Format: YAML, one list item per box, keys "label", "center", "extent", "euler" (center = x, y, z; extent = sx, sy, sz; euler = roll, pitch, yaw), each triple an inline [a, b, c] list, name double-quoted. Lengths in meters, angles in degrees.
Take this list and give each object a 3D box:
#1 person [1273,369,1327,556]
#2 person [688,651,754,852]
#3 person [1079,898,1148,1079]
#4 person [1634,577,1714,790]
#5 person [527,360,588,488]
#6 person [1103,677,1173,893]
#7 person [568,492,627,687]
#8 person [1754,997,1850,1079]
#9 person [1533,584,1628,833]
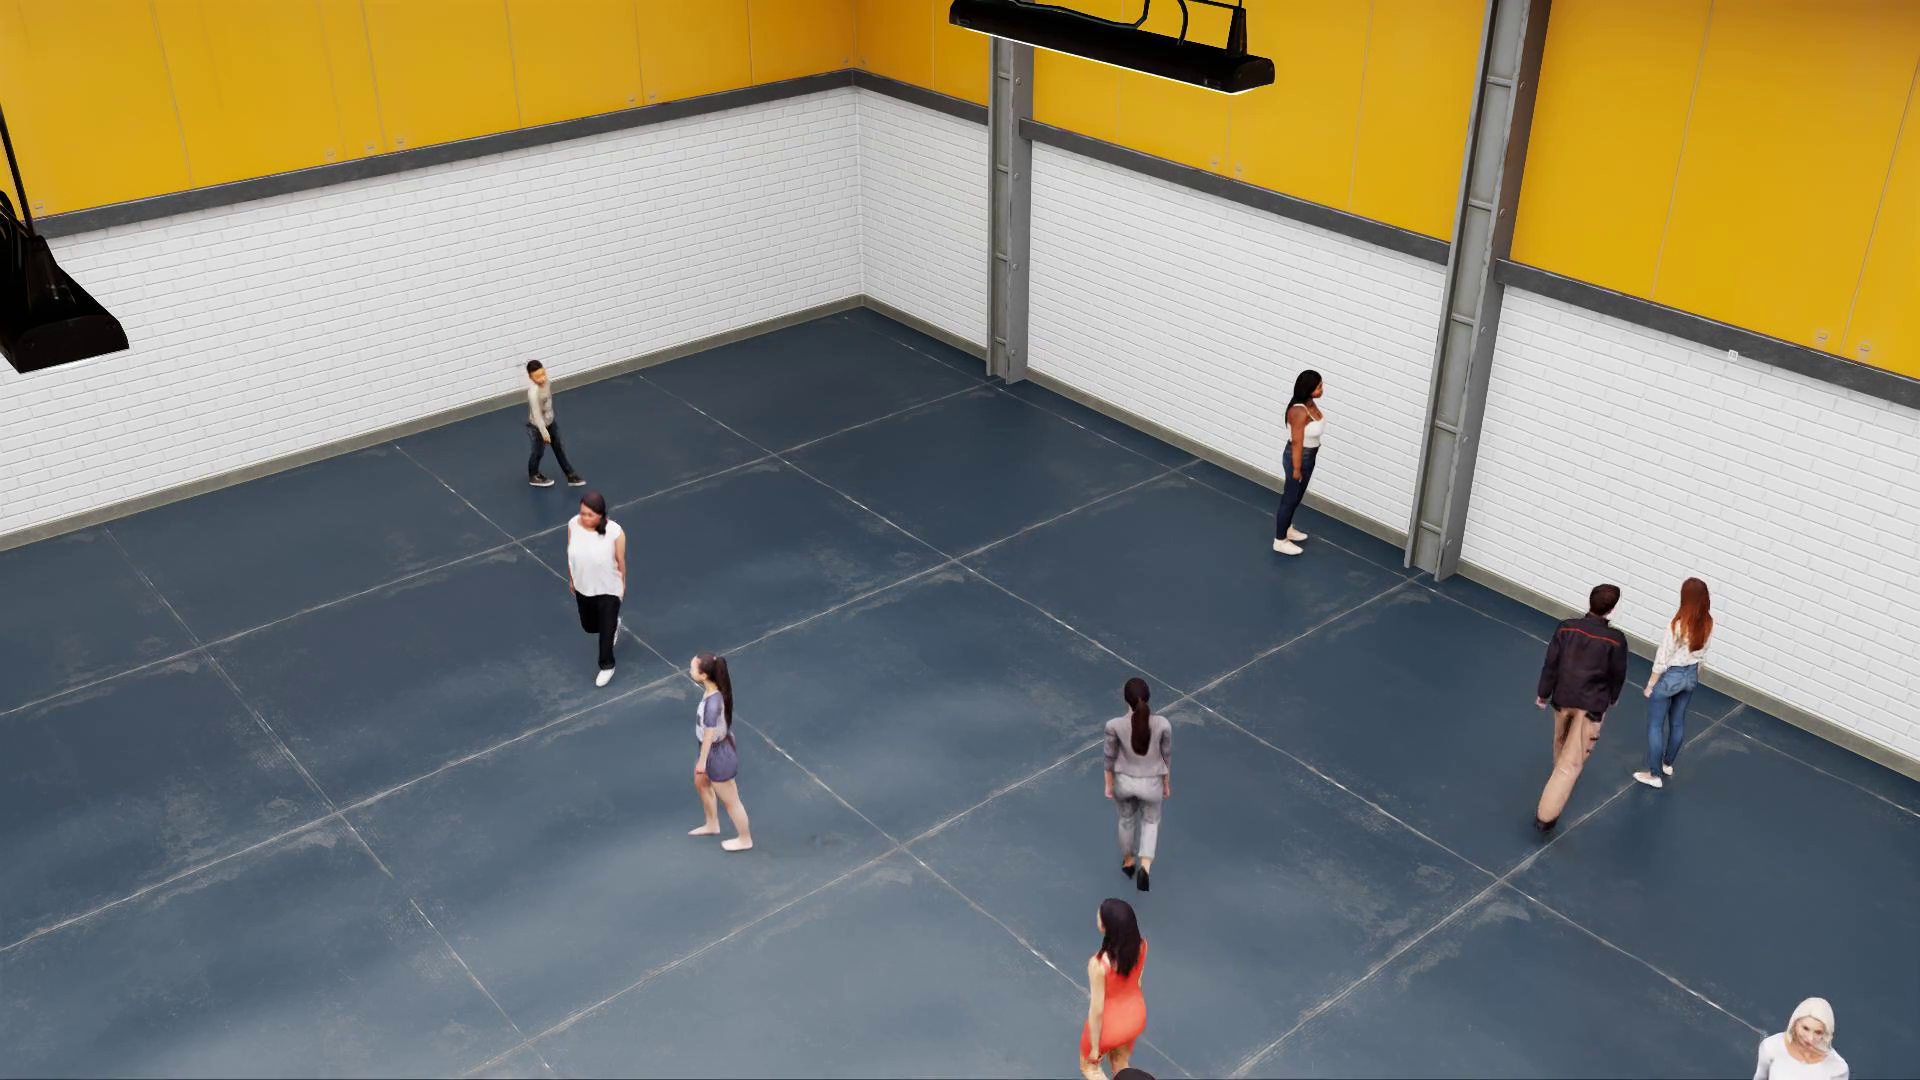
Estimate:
- label: "person"
  center: [3.157, -0.753, 15.557]
  extent: [0.767, 1.807, 0.748]
  euler: [10, 30, 17]
- label: "person"
  center: [-1.592, 1.496, 11.616]
  extent: [0.839, 1.634, 0.786]
  euler: [-3, 29, -5]
- label: "person"
  center: [0.925, 2.749, 9.247]
  extent: [0.596, 1.703, 0.717]
  euler: [-18, 33, -29]
- label: "person"
  center: [5.312, 1.042, 12.341]
  extent: [0.713, 1.736, 0.765]
  euler: [-5, 29, -10]
- label: "person"
  center: [-4.240, -1.170, 16.711]
  extent: [0.987, 1.434, 0.861]
  euler: [6, 29, 10]
- label: "person"
  center: [1.200, 1.706, 11.199]
  extent: [0.863, 1.662, 0.926]
  euler: [2, 29, 4]
- label: "person"
  center: [-2.966, 0.340, 13.693]
  extent: [0.961, 1.673, 0.966]
  euler: [9, 30, 17]
- label: "person"
  center: [4.331, 3.033, 8.715]
  extent: [1.070, 1.711, 0.936]
  euler: [12, 31, 20]
- label: "person"
  center: [4.394, 1.223, 11.864]
  extent: [1.279, 1.875, 0.946]
  euler: [20, 34, 32]
